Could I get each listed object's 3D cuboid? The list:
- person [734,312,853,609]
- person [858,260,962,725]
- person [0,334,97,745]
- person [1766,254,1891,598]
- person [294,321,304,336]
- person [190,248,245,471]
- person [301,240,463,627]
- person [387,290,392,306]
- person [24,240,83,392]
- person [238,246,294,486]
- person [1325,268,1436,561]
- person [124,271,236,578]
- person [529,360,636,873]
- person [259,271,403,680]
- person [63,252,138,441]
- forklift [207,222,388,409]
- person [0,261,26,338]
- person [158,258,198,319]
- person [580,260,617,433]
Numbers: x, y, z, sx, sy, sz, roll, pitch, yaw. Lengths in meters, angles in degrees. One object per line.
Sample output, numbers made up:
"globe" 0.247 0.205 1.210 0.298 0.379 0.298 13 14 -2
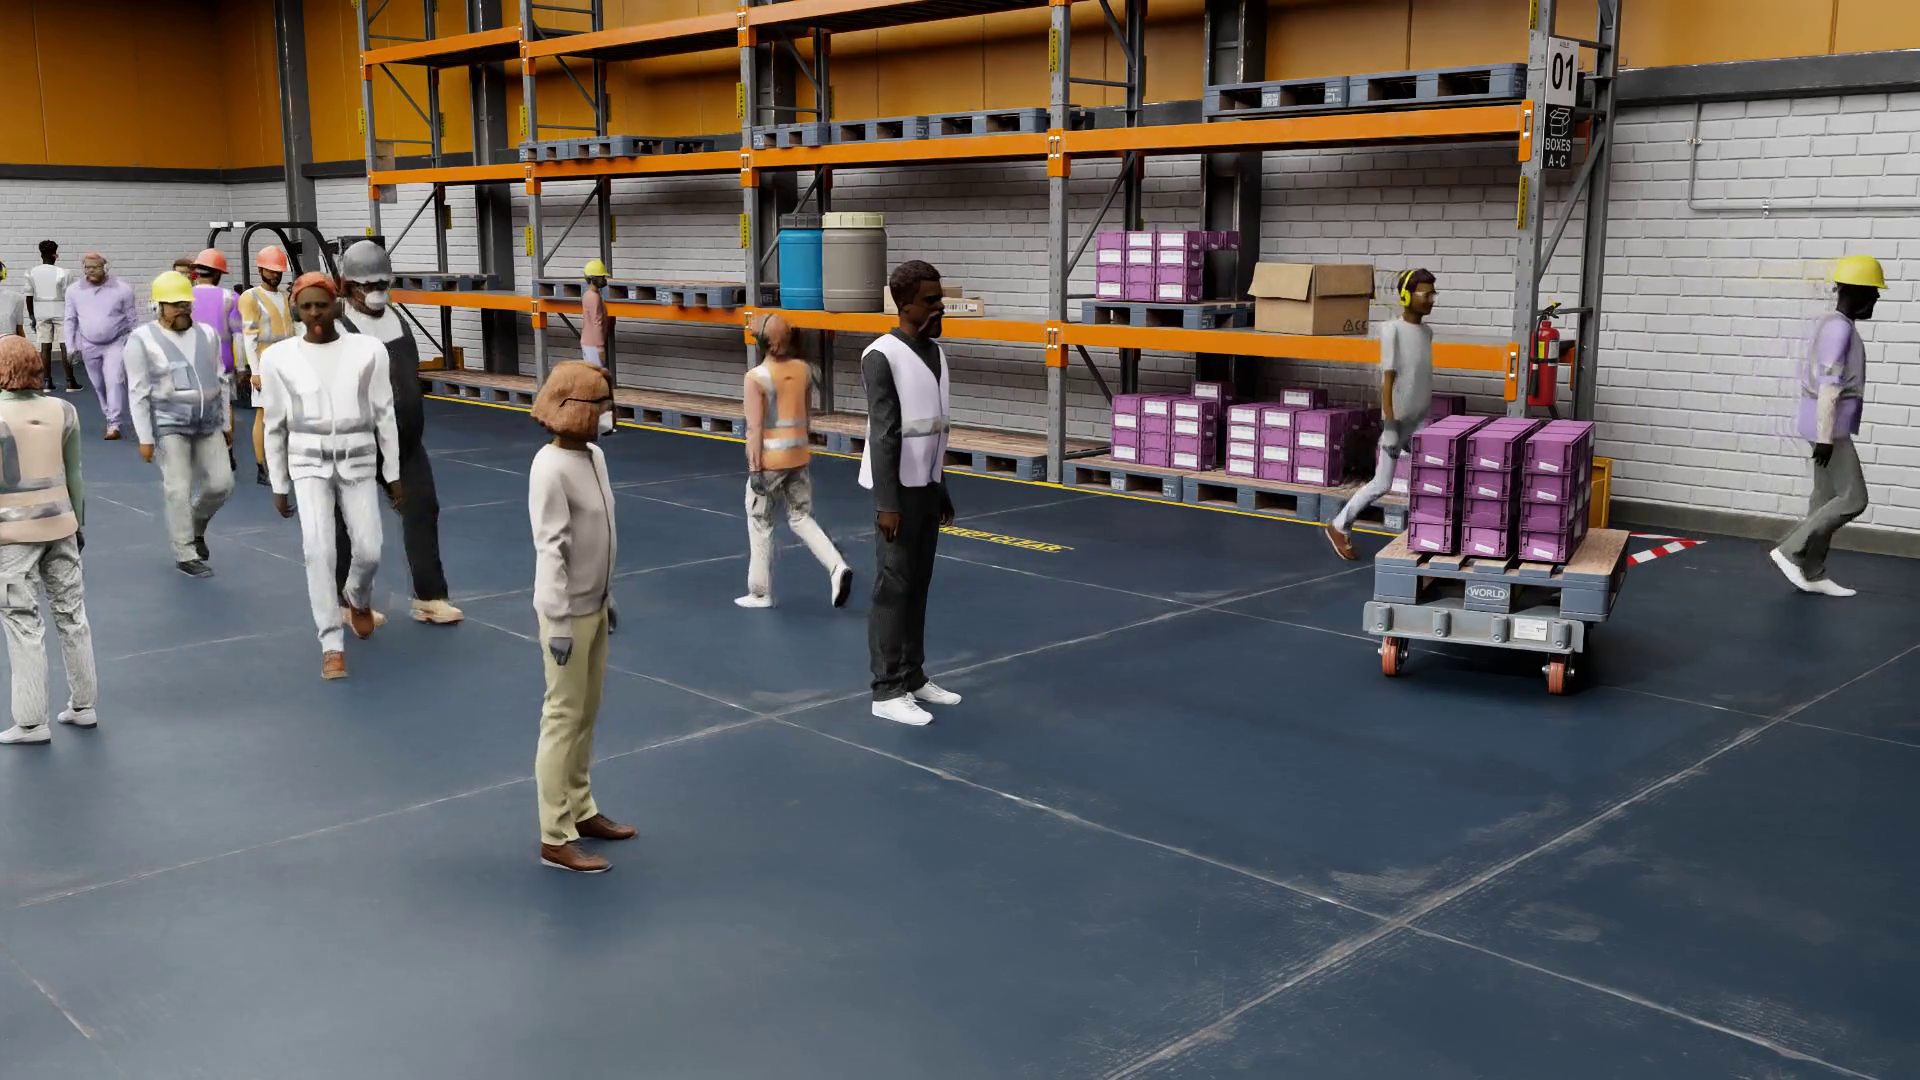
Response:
"person" -0.913 -0.404 8.882 0.662 1.619 0.515 8 13 39
"person" -0.216 -0.206 6.997 0.390 1.920 0.588 4 11 22
"person" -3.713 -0.001 6.642 0.306 1.639 0.523 4 11 20
"person" 4.867 -0.617 9.227 0.413 1.914 0.596 5 12 26
"person" -5.411 -1.377 14.209 0.542 1.615 0.495 7 13 34
"person" -6.321 -1.483 13.978 0.589 1.907 0.437 -5 11 -25
"person" -2.936 -0.537 8.471 0.803 2.000 0.683 8 13 35
"person" -6.419 -2.261 18.465 0.573 1.821 0.650 1 10 3
"person" -11.722 -2.891 21.508 0.616 1.964 0.361 -2 11 -9
"person" -5.574 -1.414 13.553 0.376 1.932 0.543 4 11 19
"person" 2.643 -0.721 10.062 0.526 1.844 0.920 -8 13 -37
"person" -4.600 -0.679 9.855 0.448 1.816 0.621 7 13 34
"person" -1.226 0.237 5.366 0.268 1.630 0.507 1 10 5
"person" -2.929 -0.320 7.773 0.590 1.865 0.654 -4 11 -23
"person" -8.636 -1.962 16.769 0.668 1.864 0.979 -3 11 -14
"forklift" -8.169 -2.758 20.163 2.313 2.155 1.214 -10 14 -44
"person" -8.210 -1.502 14.197 0.512 1.874 0.328 -10 14 -43
"person" -7.717 -1.909 16.640 0.574 1.805 0.941 1 10 6
"person" -3.741 -1.987 17.128 0.325 1.769 0.524 -4 11 -21
